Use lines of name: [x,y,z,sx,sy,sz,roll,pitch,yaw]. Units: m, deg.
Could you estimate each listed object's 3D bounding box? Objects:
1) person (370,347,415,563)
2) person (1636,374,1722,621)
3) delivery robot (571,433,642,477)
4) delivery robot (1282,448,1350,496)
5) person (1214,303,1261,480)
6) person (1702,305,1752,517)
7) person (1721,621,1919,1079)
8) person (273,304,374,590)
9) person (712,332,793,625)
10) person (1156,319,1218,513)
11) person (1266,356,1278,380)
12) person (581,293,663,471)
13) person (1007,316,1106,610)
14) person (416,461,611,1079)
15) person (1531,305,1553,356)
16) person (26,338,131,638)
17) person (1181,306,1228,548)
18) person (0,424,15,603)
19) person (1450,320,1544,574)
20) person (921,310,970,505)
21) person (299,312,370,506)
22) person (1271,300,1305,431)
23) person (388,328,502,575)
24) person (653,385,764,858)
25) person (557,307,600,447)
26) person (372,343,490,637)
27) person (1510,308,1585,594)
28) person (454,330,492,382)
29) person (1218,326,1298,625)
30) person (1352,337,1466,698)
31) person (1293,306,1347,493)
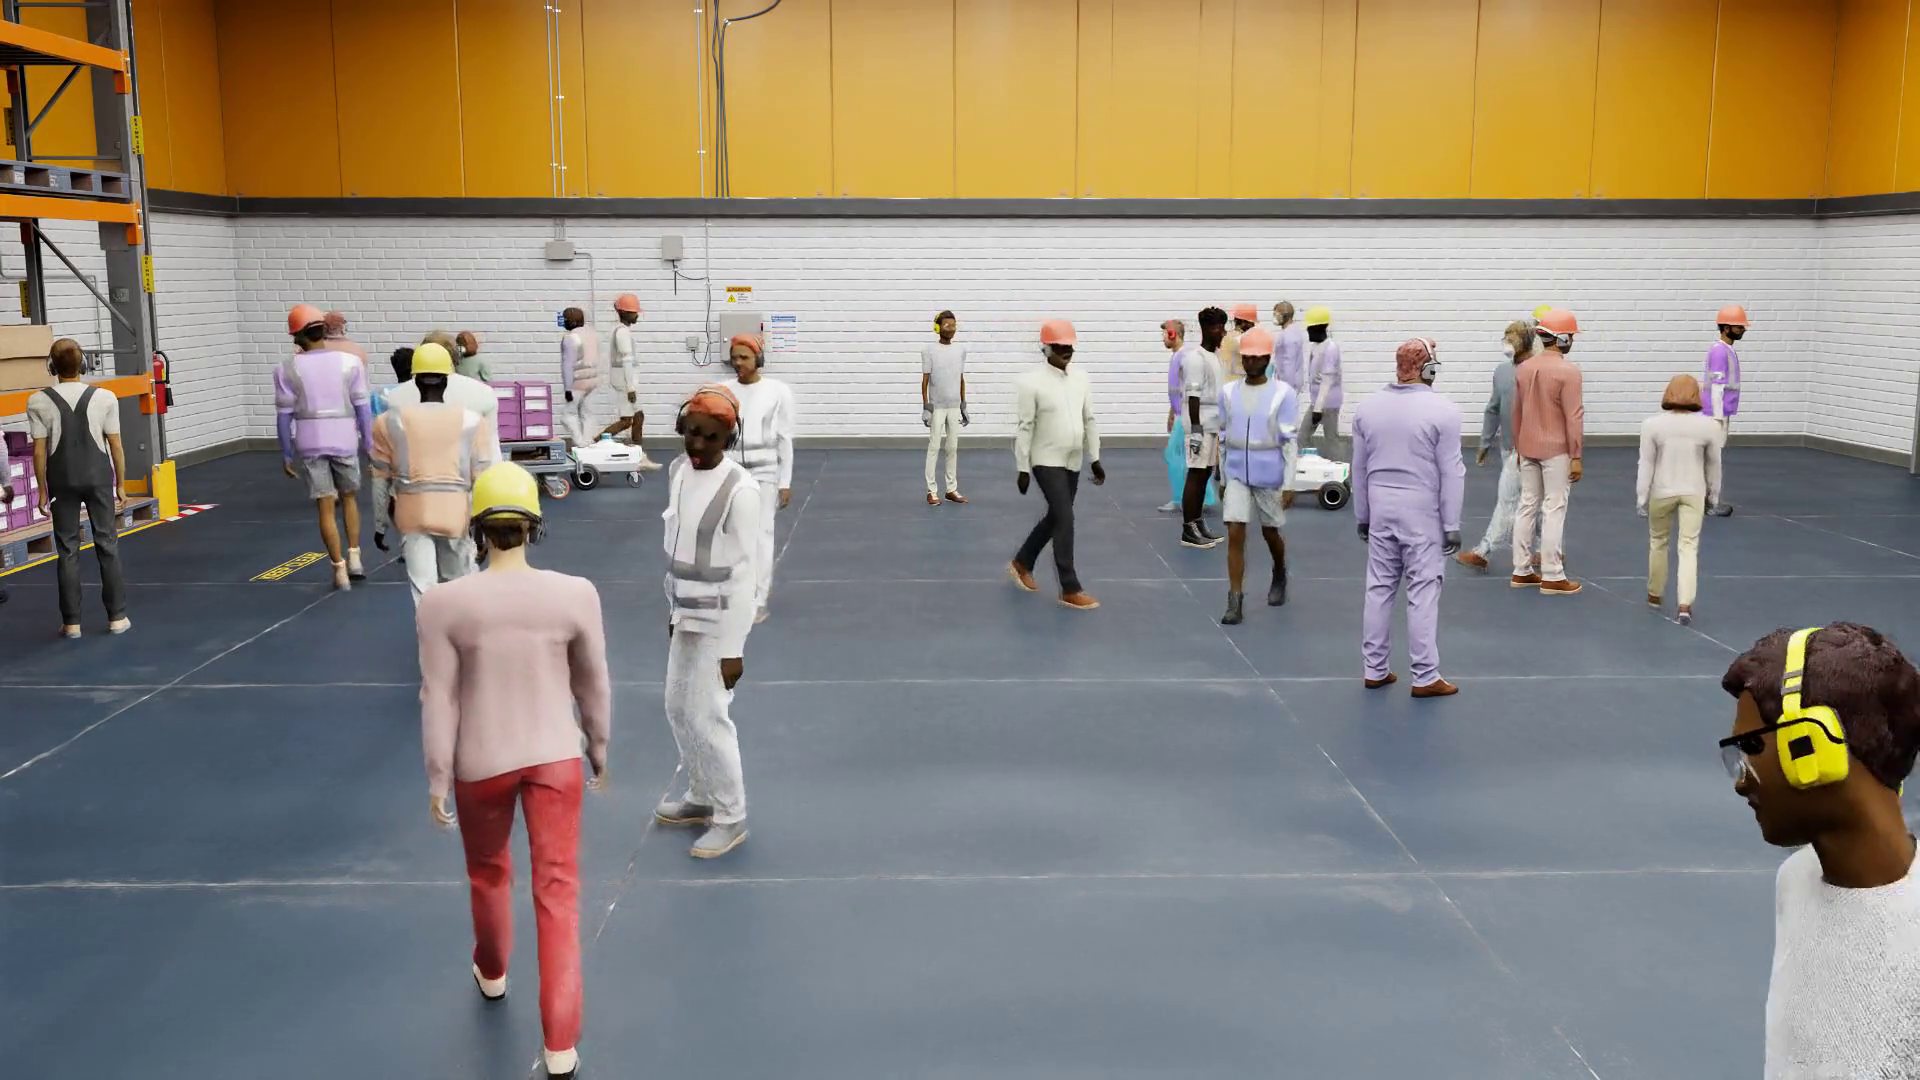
person: [-4.192,-0.624,12.630,0.547,1.677,0.399,-6,11,-31]
person: [4.690,-0.290,10.864,0.513,1.593,0.828,4,10,21]
delivery robot: [-3.661,-0.862,17.255,0.707,0.478,0.477,-3,10,-16]
delivery robot: [3.340,-0.634,15.844,0.707,0.478,0.477,3,10,16]
person: [3.062,-1.581,17.817,0.732,1.899,0.552,-2,10,-15]
person: [7.033,-1.188,15.313,0.373,1.934,0.551,5,11,29]
person: [1.168,1.037,2.018,0.369,1.832,0.701,-1,9,-5]
person: [-4.505,-0.658,11.805,0.639,2.018,0.606,-5,10,-27]
person: [-1.337,-0.391,10.651,0.578,1.871,0.424,2,10,14]
person: [2.084,-1.129,15.354,0.698,1.801,0.579,1,9,6]
person: [3.215,-1.359,17.322,0.541,1.617,0.518,-1,9,-4]
person: [-3.788,-1.731,18.454,0.872,2.010,0.621,-2,10,-15]
person: [0.625,-0.549,11.353,0.611,1.959,0.948,-9,13,-43]
person: [-1.278,0.632,4.841,0.542,1.713,0.922,-3,10,-19]
person: [7.036,-1.930,20.197,0.403,1.829,0.606,1,9,5]
person: [-5.421,-0.316,10.251,0.508,1.847,0.344,-5,11,-29]
person: [2.009,-0.927,13.626,0.365,1.963,0.610,4,10,24]
person: [-6.486,-0.421,10.761,0.560,1.895,0.983,-1,9,-4]
person: [4.131,-0.693,12.443,1.031,1.879,0.655,-3,10,-17]
person: [-0.137,-1.274,16.046,0.513,1.872,0.328,-6,11,-32]
person: [-6.027,-1.266,16.038,0.649,1.862,0.999,-3,10,-20]
person: [3.537,-1.673,18.392,0.644,1.902,0.647,2,10,15]
person: [-3.060,-0.302,9.929,0.647,1.921,0.752,-3,10,-15]
person: [-0.968,0.315,6.408,0.340,1.836,0.706,-6,11,-32]
person: [-4.430,-1.795,19.392,0.429,1.833,0.658,4,10,25]
person: [-2.806,-0.107,8.875,0.588,1.878,0.993,-5,10,-26]
person: [4.134,-0.621,11.657,0.371,1.994,0.622,-4,10,-24]
person: [-5.338,-1.538,18.480,0.516,1.602,0.699,4,10,25]
person: [1.957,-0.444,10.860,0.545,1.913,0.915,5,10,27]
person: [2.403,-0.122,8.871,0.401,1.910,0.642,-8,12,-40]
person: [3.518,-1.365,16.541,0.850,1.886,0.616,-1,9,-5]
